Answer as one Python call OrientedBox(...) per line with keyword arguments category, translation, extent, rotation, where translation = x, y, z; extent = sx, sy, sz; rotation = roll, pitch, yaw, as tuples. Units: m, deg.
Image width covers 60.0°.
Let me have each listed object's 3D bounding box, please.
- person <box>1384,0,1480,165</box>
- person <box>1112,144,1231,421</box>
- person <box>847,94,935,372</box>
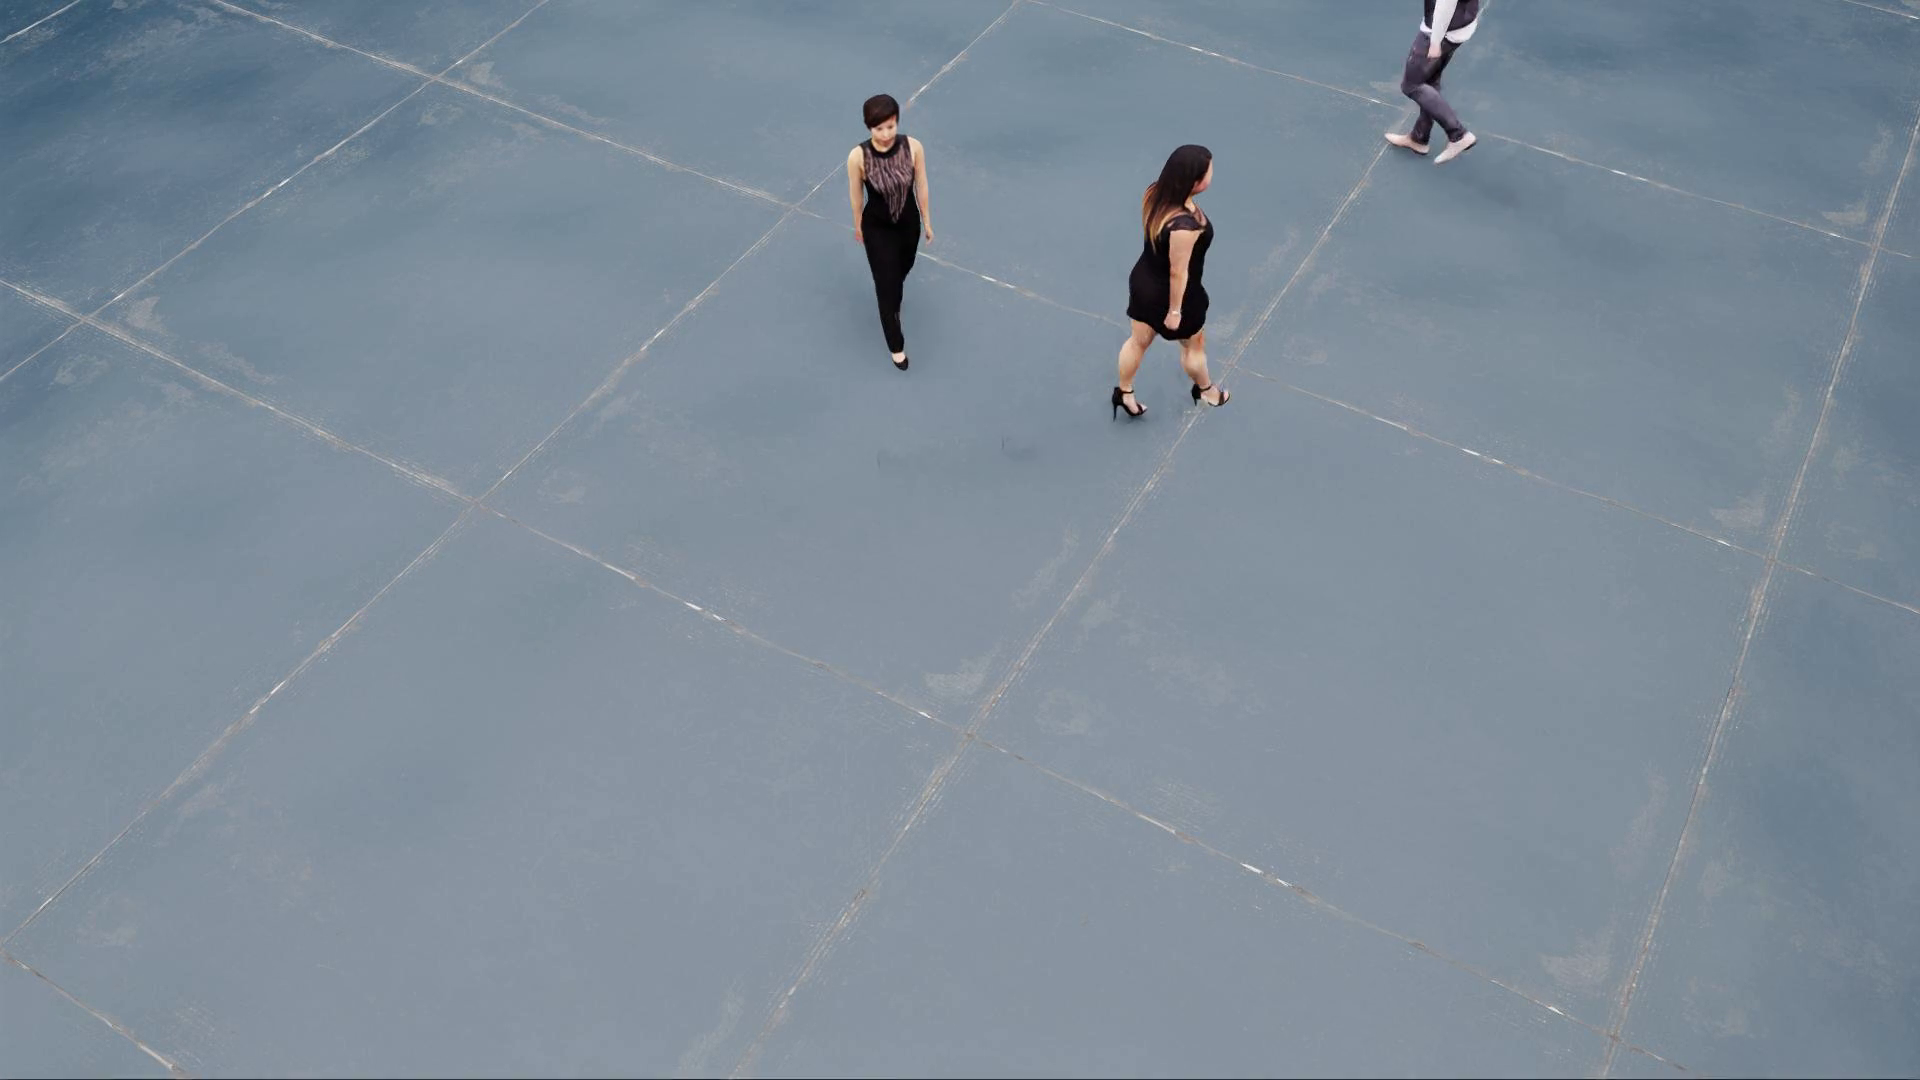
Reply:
OrientedBox(category="person", translation=(3.045, -3.089, 10.194), extent=(0.886, 1.805, 0.733), rotation=(28, 53, 24))
OrientedBox(category="person", translation=(0.980, -1.262, 8.585), extent=(1.035, 1.688, 0.983), rotation=(-13, 49, -12))
OrientedBox(category="person", translation=(-0.386, -1.767, 9.130), extent=(0.955, 1.573, 1.066), rotation=(-16, 49, -14))
